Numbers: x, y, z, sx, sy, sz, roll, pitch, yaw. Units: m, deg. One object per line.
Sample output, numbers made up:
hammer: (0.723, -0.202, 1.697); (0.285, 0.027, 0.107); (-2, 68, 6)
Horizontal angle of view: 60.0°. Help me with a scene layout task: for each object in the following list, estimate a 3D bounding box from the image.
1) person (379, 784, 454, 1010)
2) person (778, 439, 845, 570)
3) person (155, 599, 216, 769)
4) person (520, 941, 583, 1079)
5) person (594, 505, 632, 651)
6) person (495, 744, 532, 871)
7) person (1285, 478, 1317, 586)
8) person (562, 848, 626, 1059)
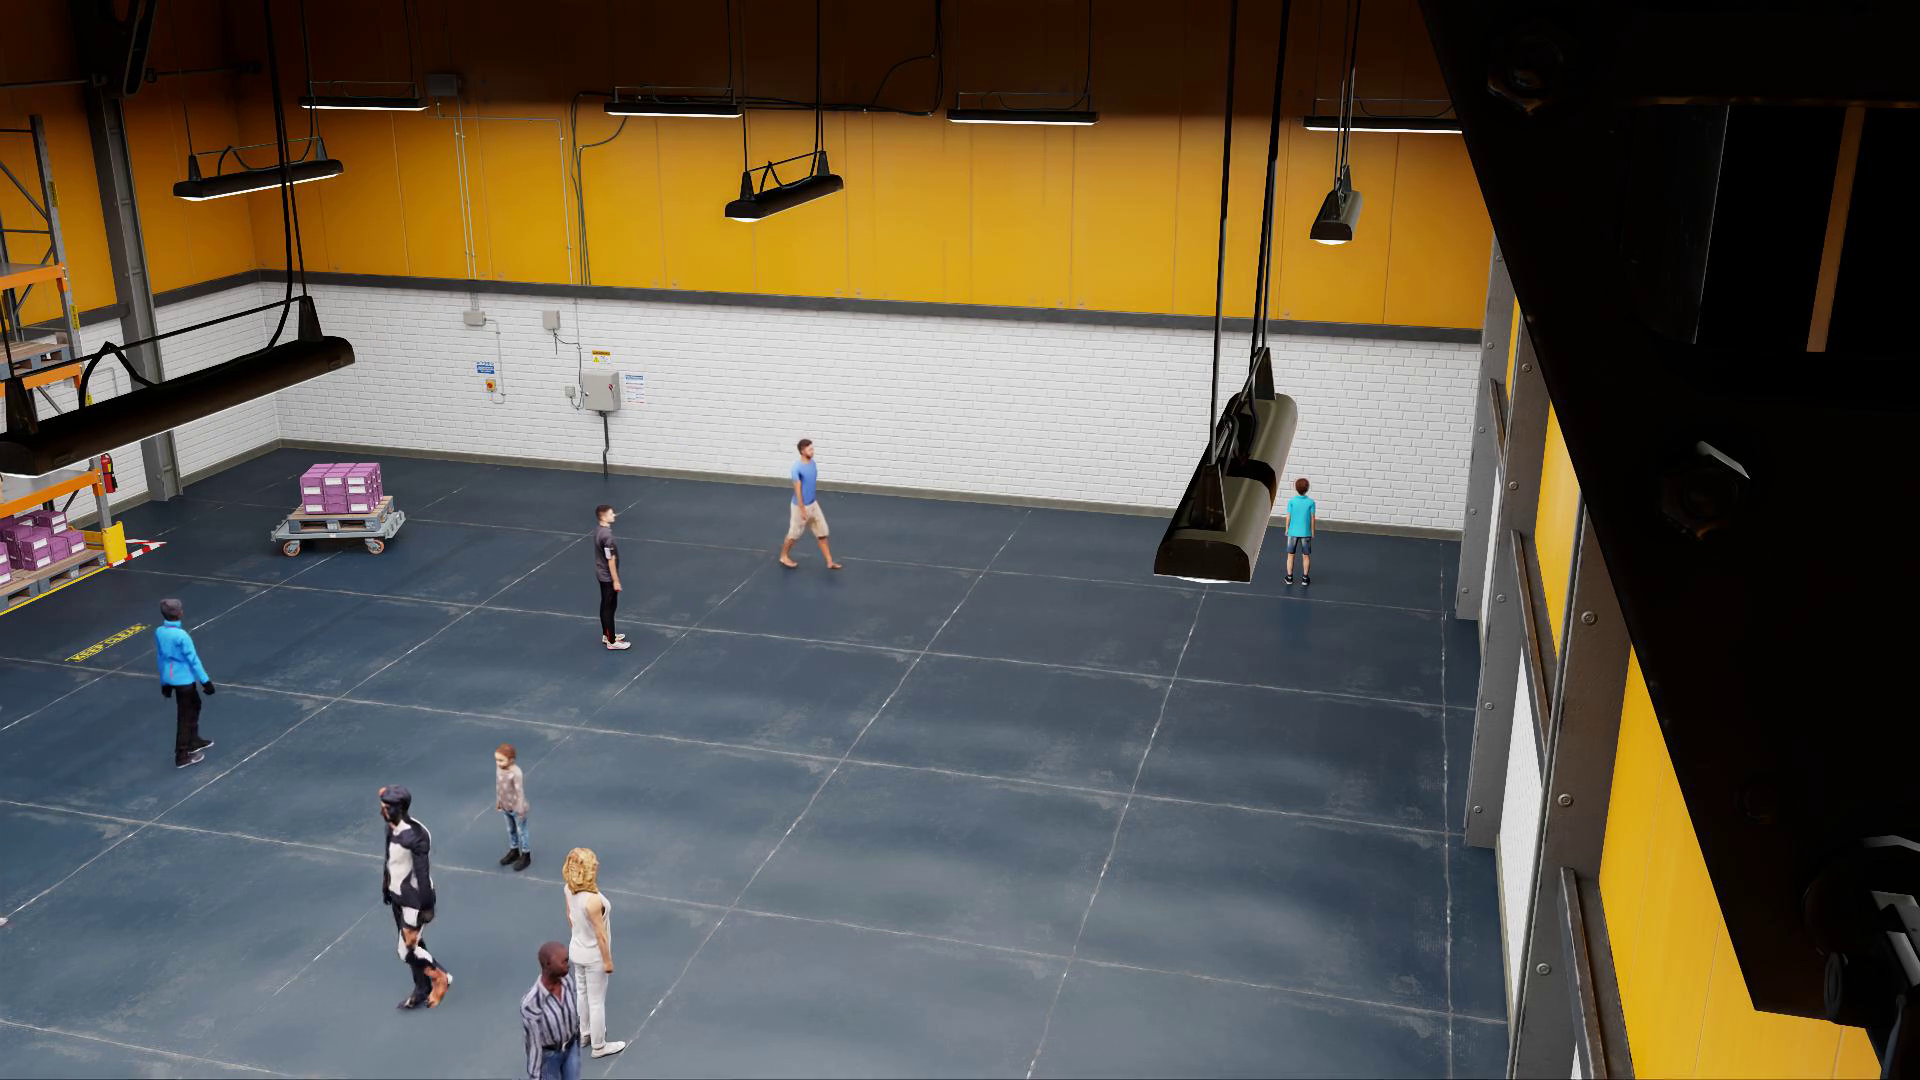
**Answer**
person: (-4.148, 2.730, 12.805); (0.862, 1.884, 0.848); (-18, 25, -42)
person: (-2.168, -0.460, 22.386); (1.003, 1.813, 1.258); (13, 22, 33)
person: (-7.912, 1.464, 16.726); (0.746, 1.780, 0.827); (13, 23, 34)
person: (-2.736, 3.424, 10.923); (0.801, 1.769, 0.875); (10, 21, 27)
person: (-4.196, 0.426, 19.832); (0.784, 1.764, 0.686); (-7, 20, -19)
person: (-4.007, 2.372, 14.947); (0.527, 1.194, 0.539); (11, 22, 31)
person: (4.486, -0.125, 21.964); (0.534, 1.449, 0.486); (3, 19, 9)
person: (-2.744, 3.023, 12.268); (0.694, 1.671, 0.675); (-17, 25, -41)
